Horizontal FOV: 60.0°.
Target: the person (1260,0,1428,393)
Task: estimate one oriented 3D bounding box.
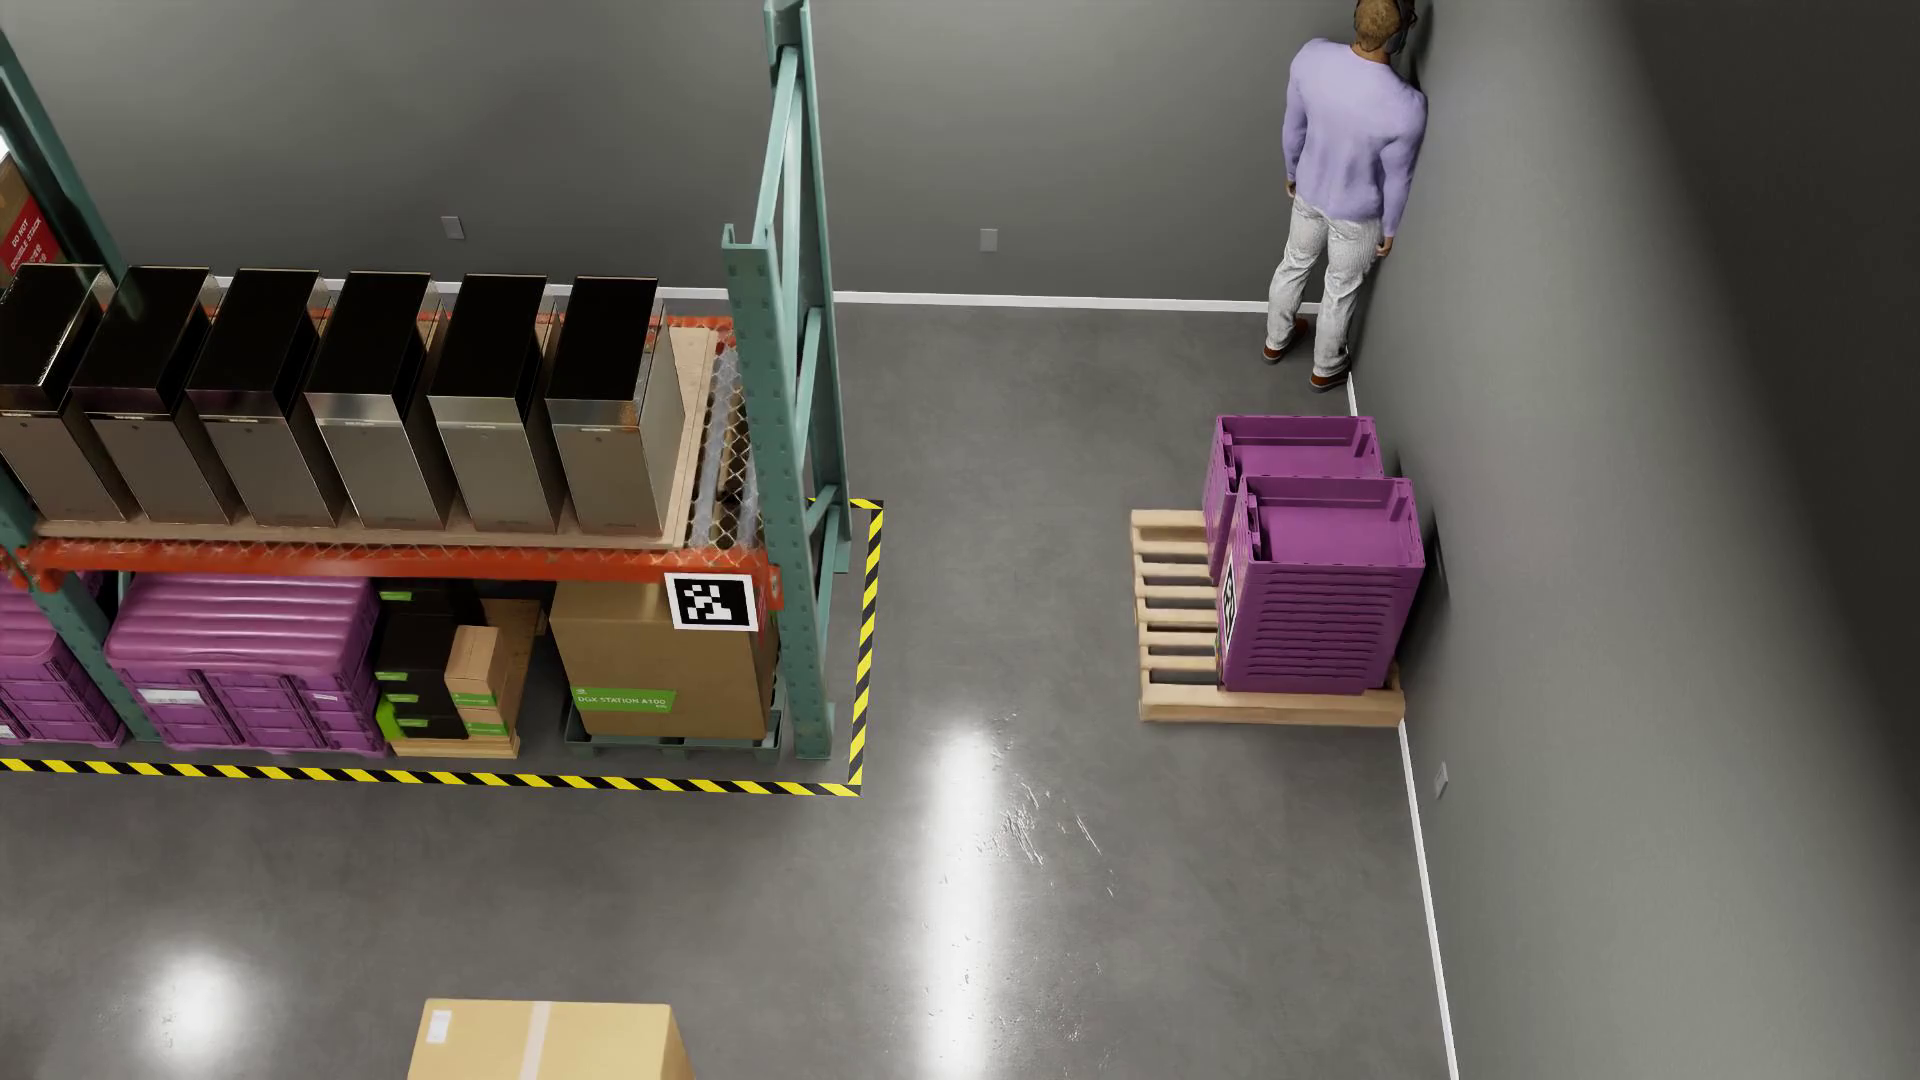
[{"bbox_3d":[1.561,-1.405,6.799,0.372,1.940,0.631,-38,61,-26],"label":"person"}]
